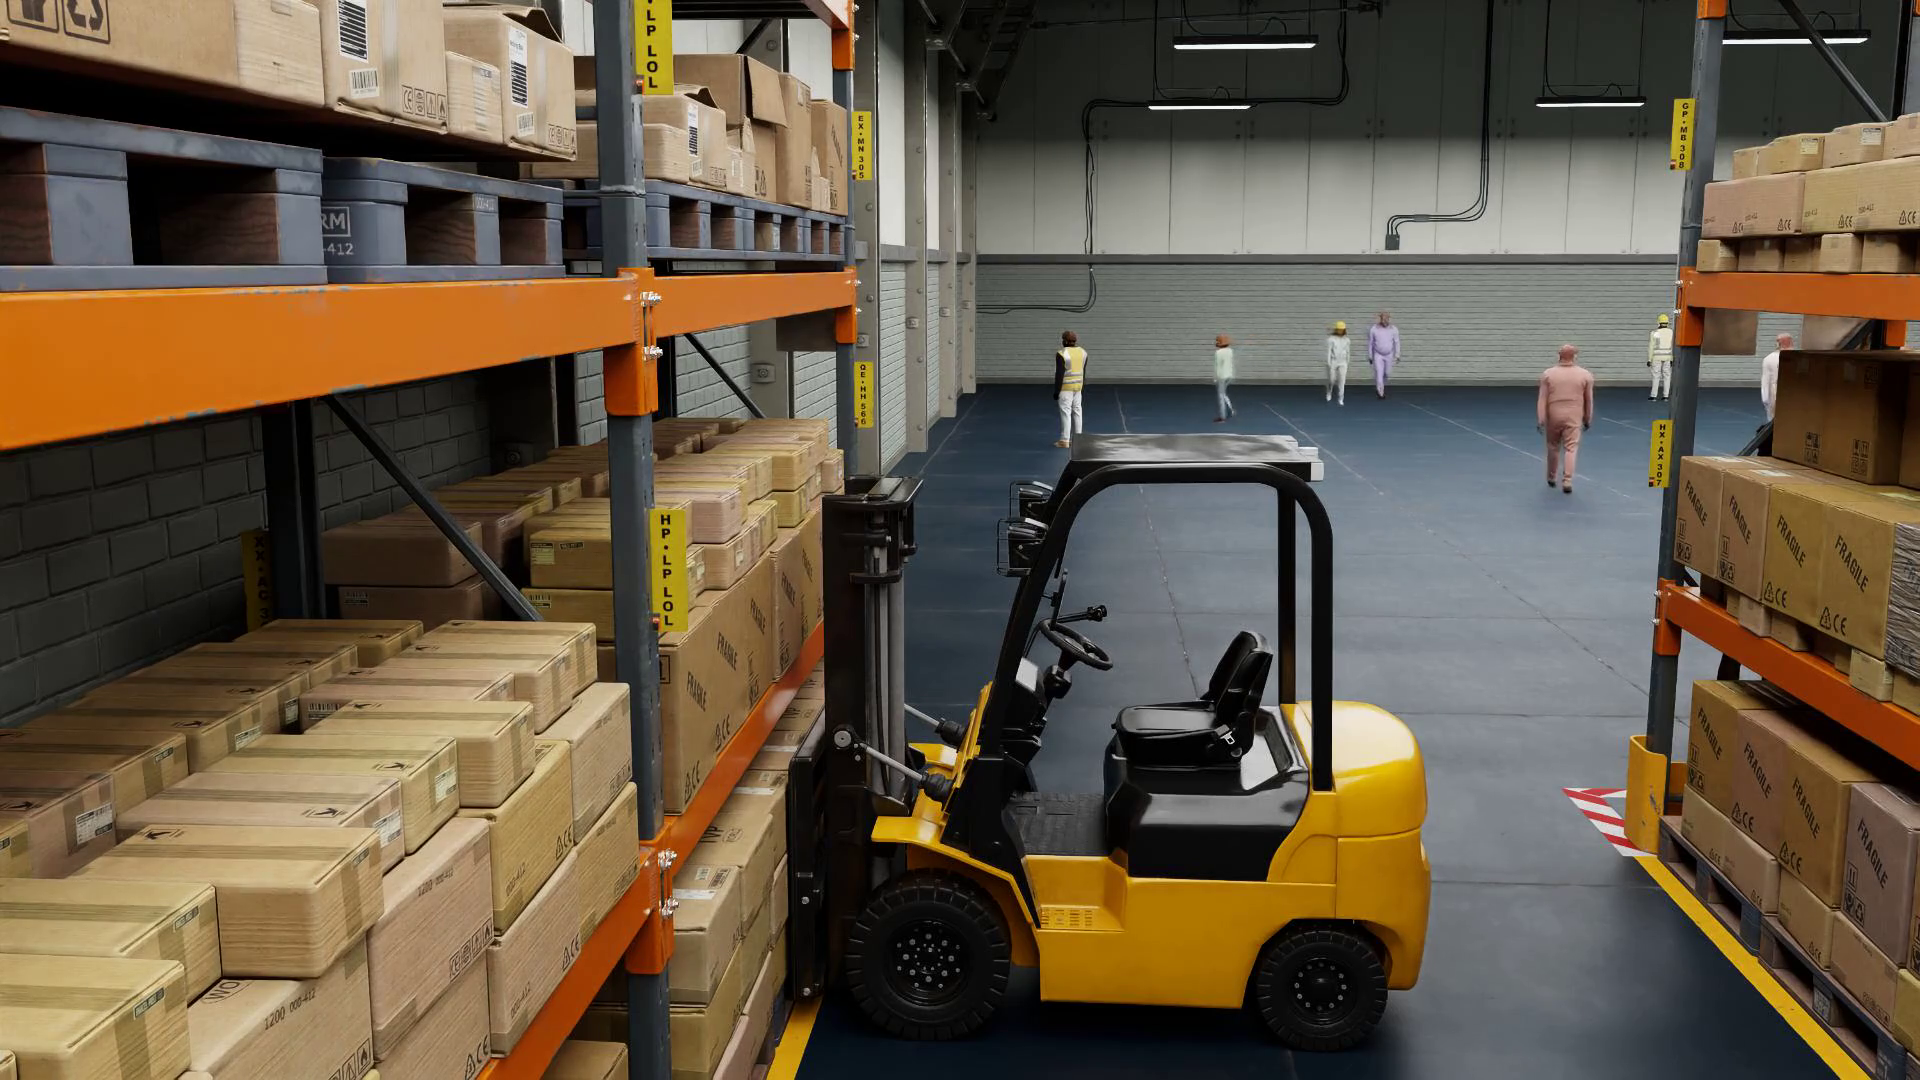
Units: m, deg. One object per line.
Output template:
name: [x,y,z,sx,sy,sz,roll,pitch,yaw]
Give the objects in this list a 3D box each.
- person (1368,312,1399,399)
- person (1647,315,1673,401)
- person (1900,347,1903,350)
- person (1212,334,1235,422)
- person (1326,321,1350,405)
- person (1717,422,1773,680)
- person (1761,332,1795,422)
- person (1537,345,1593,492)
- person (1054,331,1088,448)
person: [9.171,-4.020,36.089,0.644,1.883,0.819,0,9,0]
person: [14.817,-3.842,35.155,0.590,1.833,0.403,-1,9,-4]
person: [11.252,-1.432,20.175,0.622,1.964,0.923,1,9,8]
person: [4.788,-2.959,30.412,0.352,1.619,0.524,9,13,43]
person: [7.838,-3.684,34.504,0.494,1.726,0.638,0,9,-2]
person: [4.721,0.276,9.795,0.361,1.963,0.613,-8,12,-39]
person: [12.214,-2.133,24.653,0.647,1.878,0.766,3,10,16]
person: [7.725,-1.555,21.253,0.665,1.850,1.040,3,10,18]
person: [1.713,-2.378,26.256,0.623,1.844,0.429,-8,12,-41]
